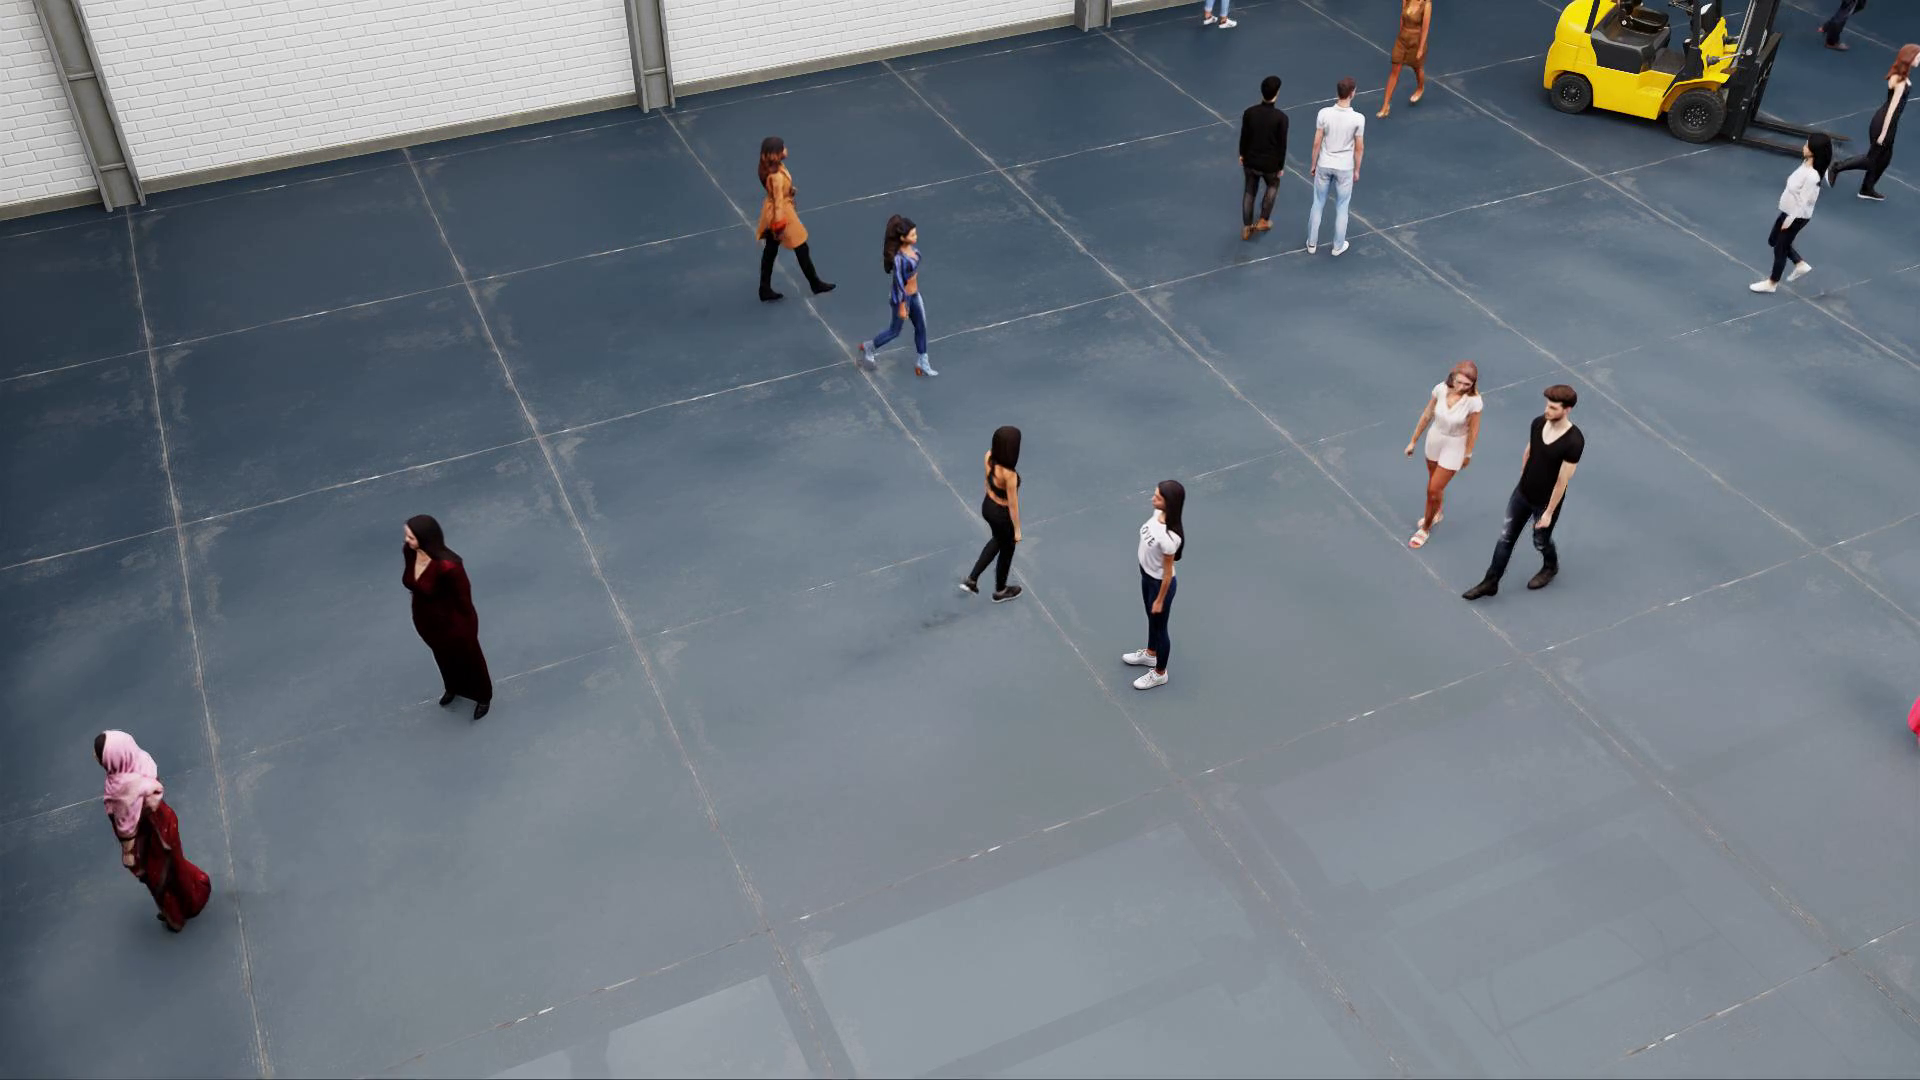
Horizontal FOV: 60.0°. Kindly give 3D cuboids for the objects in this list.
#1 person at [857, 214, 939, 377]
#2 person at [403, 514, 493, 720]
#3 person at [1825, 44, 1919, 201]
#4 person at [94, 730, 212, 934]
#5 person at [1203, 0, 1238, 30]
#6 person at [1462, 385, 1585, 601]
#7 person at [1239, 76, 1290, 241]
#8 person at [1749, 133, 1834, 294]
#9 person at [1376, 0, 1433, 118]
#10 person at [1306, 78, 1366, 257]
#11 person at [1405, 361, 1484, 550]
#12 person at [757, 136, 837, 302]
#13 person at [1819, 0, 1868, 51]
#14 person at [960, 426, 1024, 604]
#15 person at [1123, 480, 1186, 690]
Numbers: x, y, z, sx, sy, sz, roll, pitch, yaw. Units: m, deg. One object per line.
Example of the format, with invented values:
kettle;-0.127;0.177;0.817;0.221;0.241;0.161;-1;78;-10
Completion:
person;-0.571;-2.177;14.997;1.083;1.591;1.003;11;40;14
person;-3.550;0.506;11.506;0.767;1.756;0.794;20;43;23
person;9.769;-4.453;17.734;0.972;1.732;0.948;16;41;19
person;-4.830;1.734;10.060;0.693;1.642;0.696;-10;40;-12
person;3.404;-7.496;21.624;0.602;1.633;0.631;-22;43;-25
person;4.415;-0.344;12.473;1.105;1.877;0.736;-21;43;-24
person;3.068;-3.865;17.016;0.828;1.711;0.879;17;42;20
person;8.183;-3.137;16.122;0.904;1.689;0.832;9;39;11
person;5.339;-5.802;19.492;1.152;1.646;0.817;-30;48;-32
person;3.781;-3.752;16.758;0.718;1.855;0.776;13;41;16
person;3.898;-0.758;13.160;0.856;1.666;0.724;-26;45;-28
person;-1.829;-3.050;16.009;1.041;1.694;0.815;-10;40;-12
person;11.248;-7.111;21.009;0.862;1.798;0.790;18;42;21
person;0.234;-0.154;12.433;0.781;1.630;0.623;-22;44;-25
person;1.411;0.300;11.748;0.617;1.775;0.646;-5;39;-6
